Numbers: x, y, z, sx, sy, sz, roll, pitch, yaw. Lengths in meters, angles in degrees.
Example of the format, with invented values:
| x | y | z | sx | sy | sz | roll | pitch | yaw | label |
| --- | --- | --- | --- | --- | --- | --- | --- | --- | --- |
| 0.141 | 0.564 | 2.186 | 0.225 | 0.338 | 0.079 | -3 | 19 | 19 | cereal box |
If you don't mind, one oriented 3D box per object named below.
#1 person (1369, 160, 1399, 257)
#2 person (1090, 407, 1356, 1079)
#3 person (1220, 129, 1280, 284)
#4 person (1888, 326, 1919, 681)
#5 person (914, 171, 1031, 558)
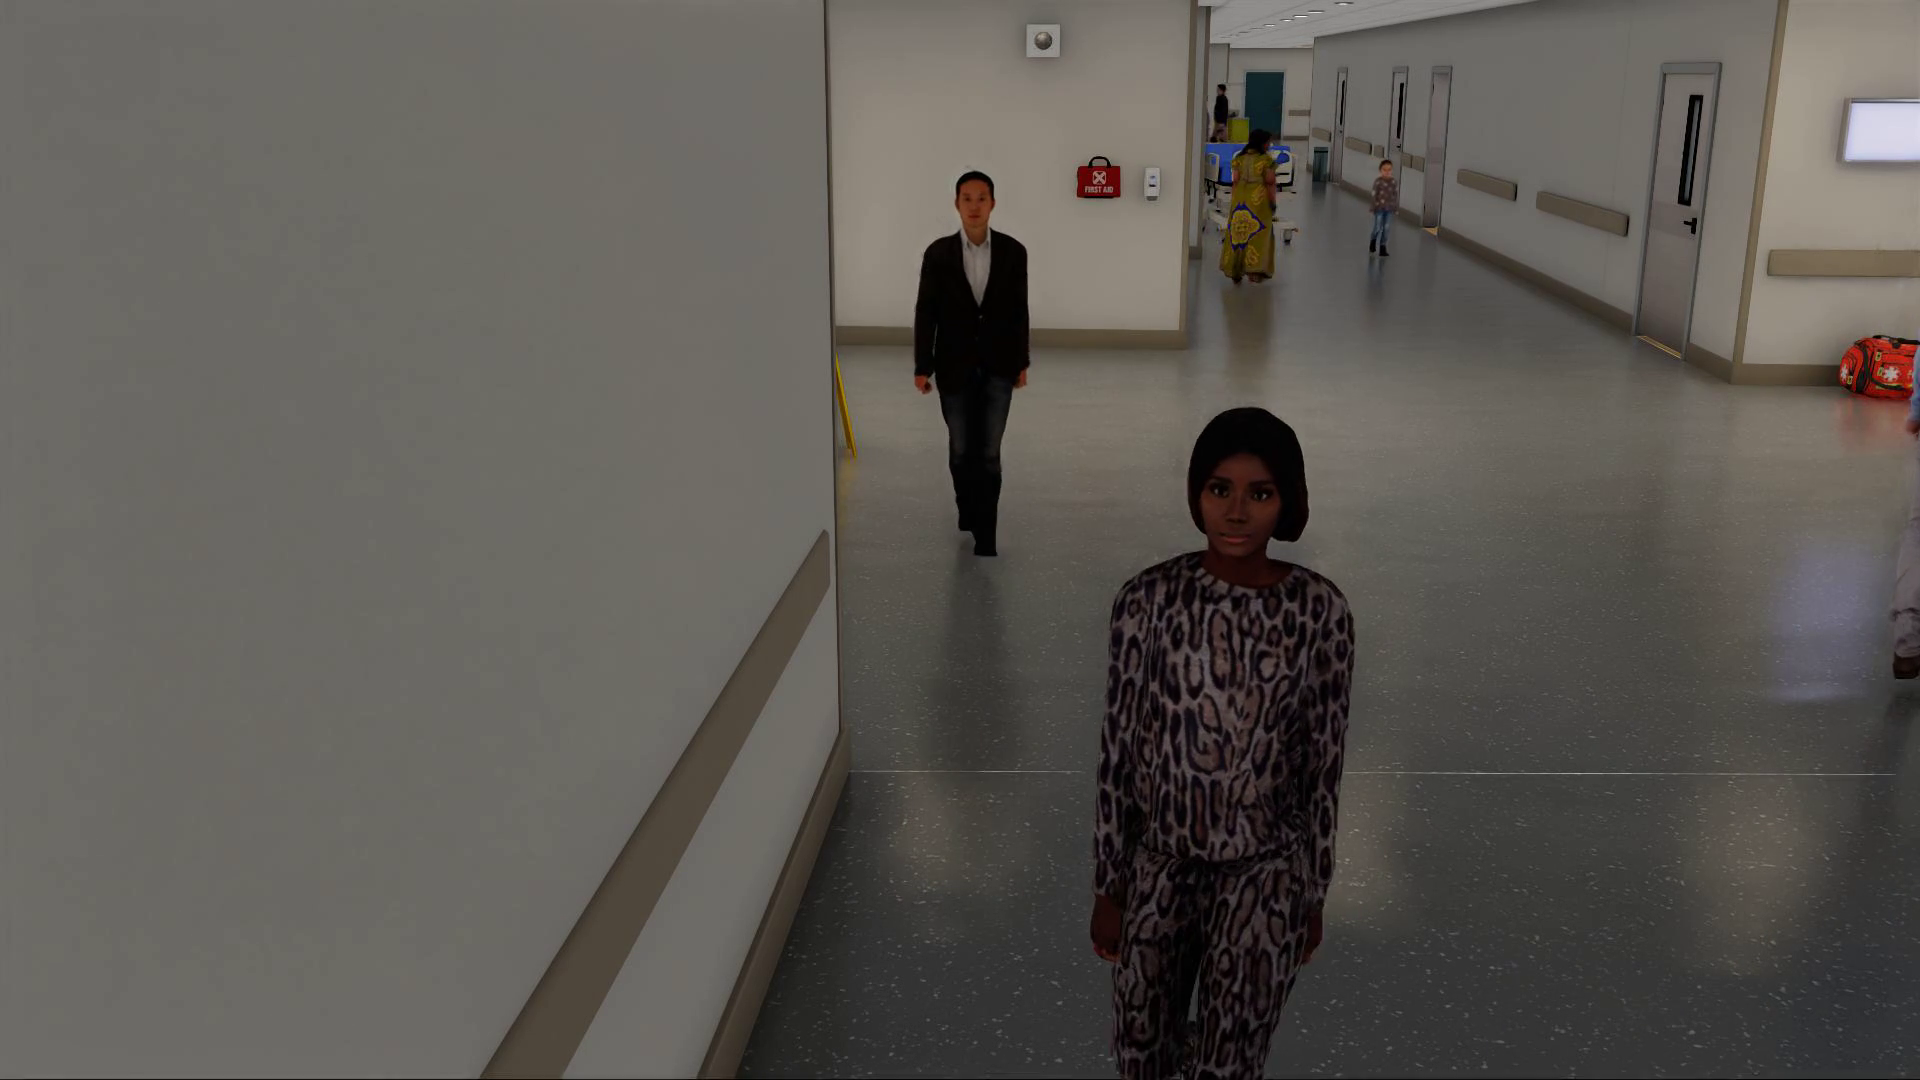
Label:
| x | y | z | sx | sy | sz | roll | pitch | yaw | label |
| --- | --- | --- | --- | --- | --- | --- | --- | --- | --- |
| 5.283 | -4.142 | 20.762 | 0.629 | 1.184 | 0.585 | 0 | 16 | -1 | person |
| 0.456 | 0.600 | 2.997 | 0.959 | 1.697 | 0.759 | 4 | 16 | 15 | person |
| 3.186 | -3.604 | 17.992 | 1.037 | 1.653 | 1.141 | 6 | 17 | 21 | person |
| 3.712 | -0.357 | 6.139 | 1.255 | 1.834 | 1.236 | -14 | 21 | -41 | person |
| 0.059 | -0.826 | 7.949 | 1.130 | 1.756 | 0.862 | -1 | 16 | -2 | person |
